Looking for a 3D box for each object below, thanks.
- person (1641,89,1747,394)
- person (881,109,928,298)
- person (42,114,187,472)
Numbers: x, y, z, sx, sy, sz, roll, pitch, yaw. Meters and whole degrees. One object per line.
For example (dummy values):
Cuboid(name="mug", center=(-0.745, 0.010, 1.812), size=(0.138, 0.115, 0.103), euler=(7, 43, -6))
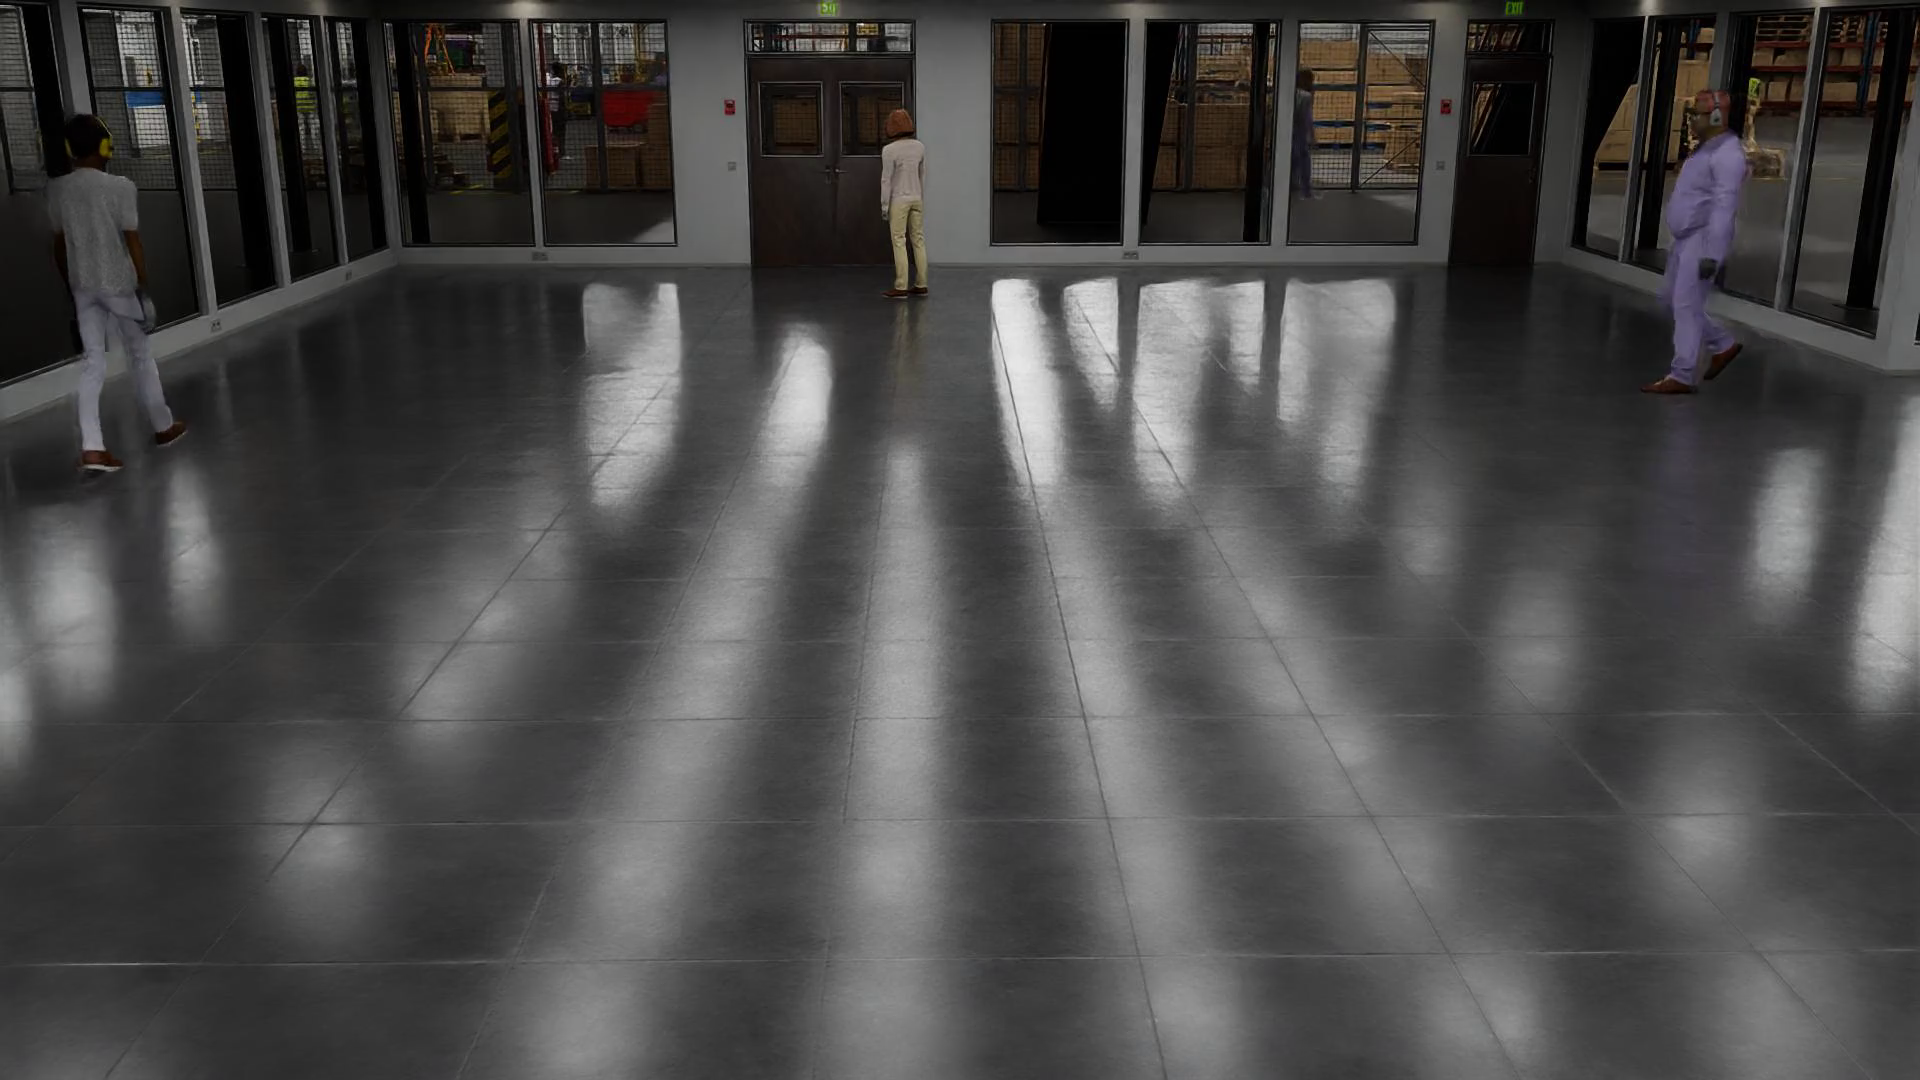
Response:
Cuboid(name="person", center=(4.674, -1.847, 10.425), size=(0.539, 1.893, 0.648), euler=(2, 16, 6))
Cuboid(name="person", center=(-0.497, -2.953, 14.650), size=(0.281, 1.628, 0.499), euler=(16, 22, 42))
Cuboid(name="person", center=(-4.452, -1.290, 8.690), size=(0.530, 1.812, 1.019), euler=(-1, 16, -3))
